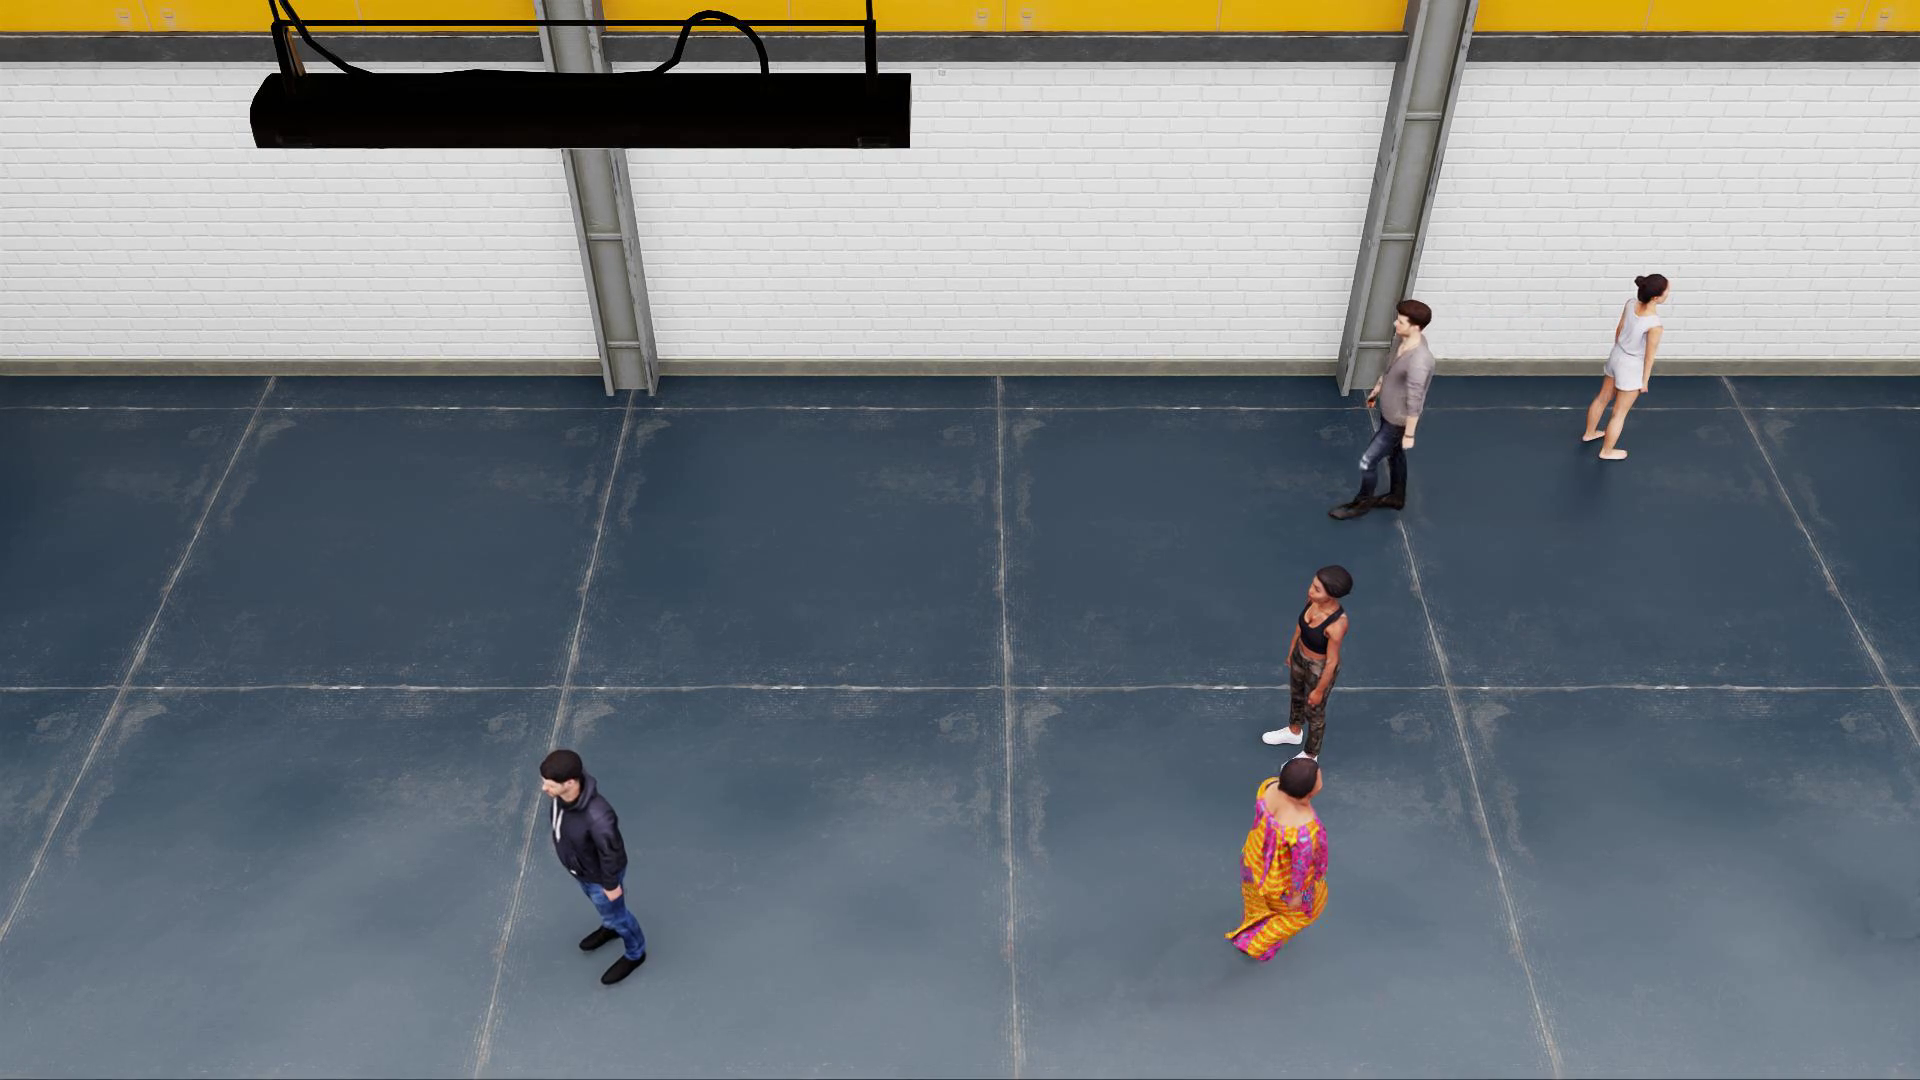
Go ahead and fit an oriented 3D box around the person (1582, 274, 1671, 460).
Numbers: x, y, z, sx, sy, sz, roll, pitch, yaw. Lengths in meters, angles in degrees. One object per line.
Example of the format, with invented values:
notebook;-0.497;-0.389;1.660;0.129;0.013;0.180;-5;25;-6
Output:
person;5.044;-1.326;12.562;0.623;1.607;0.633;-12;45;-13

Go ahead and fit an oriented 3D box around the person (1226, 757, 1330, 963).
person;1.737;1.805;9.238;0.881;1.661;0.799;-13;45;-13

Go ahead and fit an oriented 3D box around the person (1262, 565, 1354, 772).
person;2.187;0.784;10.281;0.607;1.700;0.634;-11;45;-12

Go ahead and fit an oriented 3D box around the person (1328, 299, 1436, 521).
person;3.226;-0.892;11.907;0.815;1.884;0.721;2;44;2

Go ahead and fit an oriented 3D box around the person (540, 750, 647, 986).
person;-1.993;1.742;9.140;0.788;1.886;0.764;-28;50;-26
